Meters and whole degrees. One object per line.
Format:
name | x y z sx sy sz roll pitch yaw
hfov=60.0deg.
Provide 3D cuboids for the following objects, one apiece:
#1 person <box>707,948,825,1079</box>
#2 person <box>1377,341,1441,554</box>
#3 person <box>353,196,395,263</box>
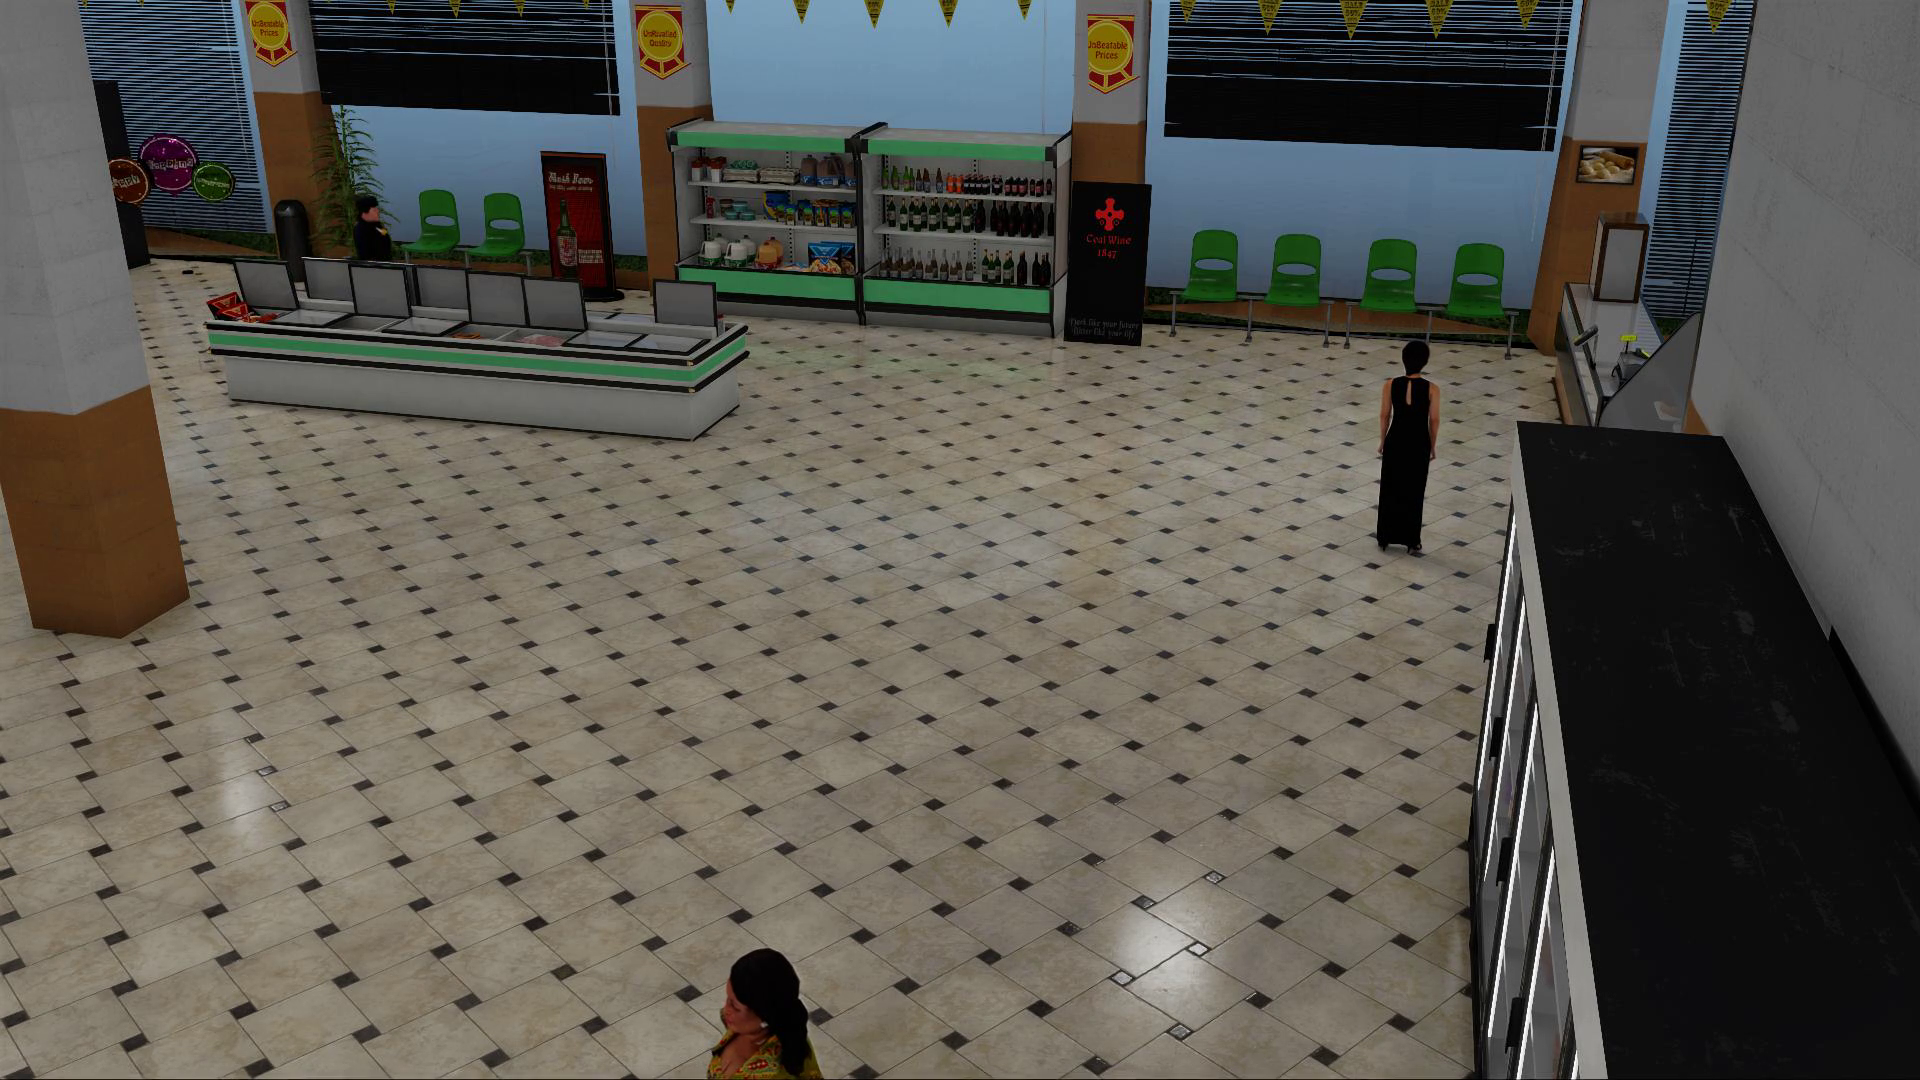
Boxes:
person | -0.608 2.027 5.388 1.056 1.660 0.985 -13 25 -30
person | 3.272 -0.676 12.191 0.480 1.604 0.657 9 23 21
person | -6.077 -2.699 17.153 0.929 1.659 0.793 2 22 4
